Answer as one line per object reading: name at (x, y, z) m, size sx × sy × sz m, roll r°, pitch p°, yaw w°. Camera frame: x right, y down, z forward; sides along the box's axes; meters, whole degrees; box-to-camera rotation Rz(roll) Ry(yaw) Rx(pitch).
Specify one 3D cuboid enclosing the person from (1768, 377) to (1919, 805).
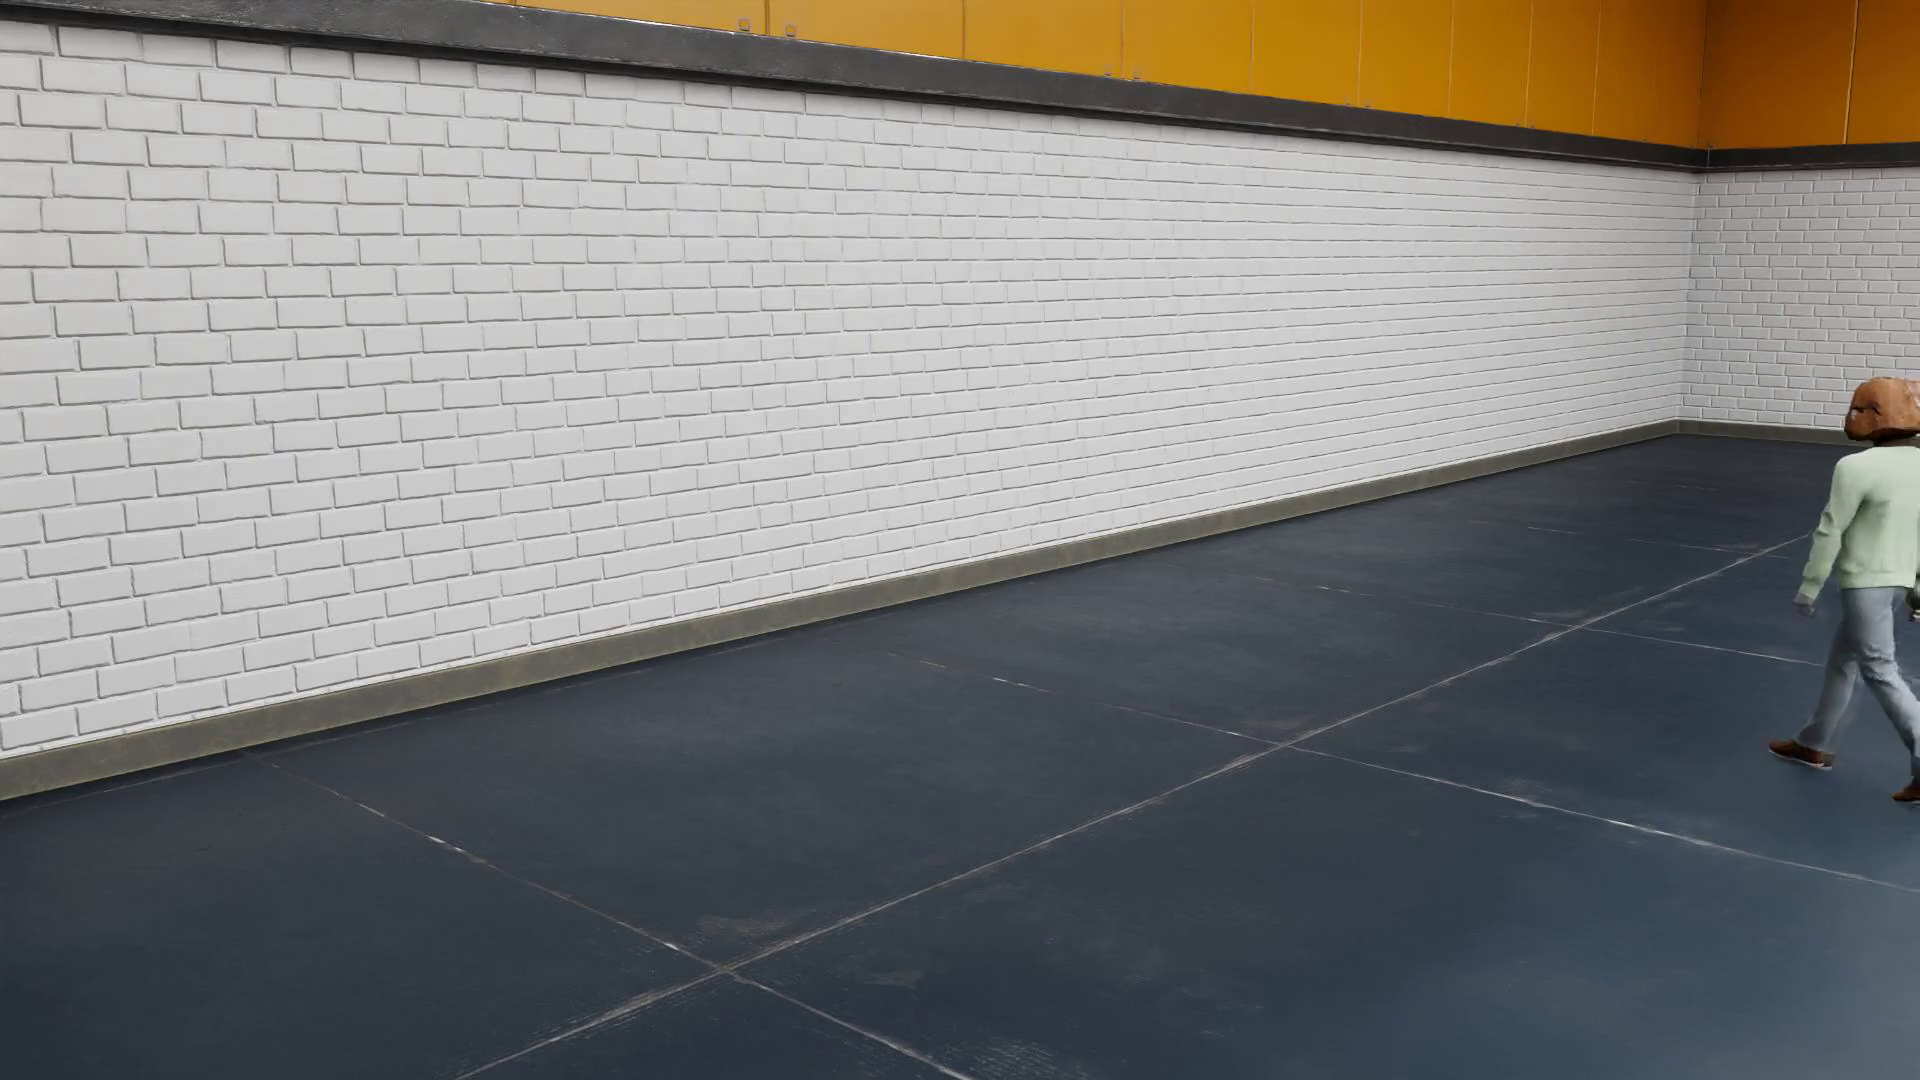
person at (3.498, 0.178, 6.333) m, size 0.514 × 1.593 × 0.840 m, roll -5°, pitch 11°, yaw -26°
